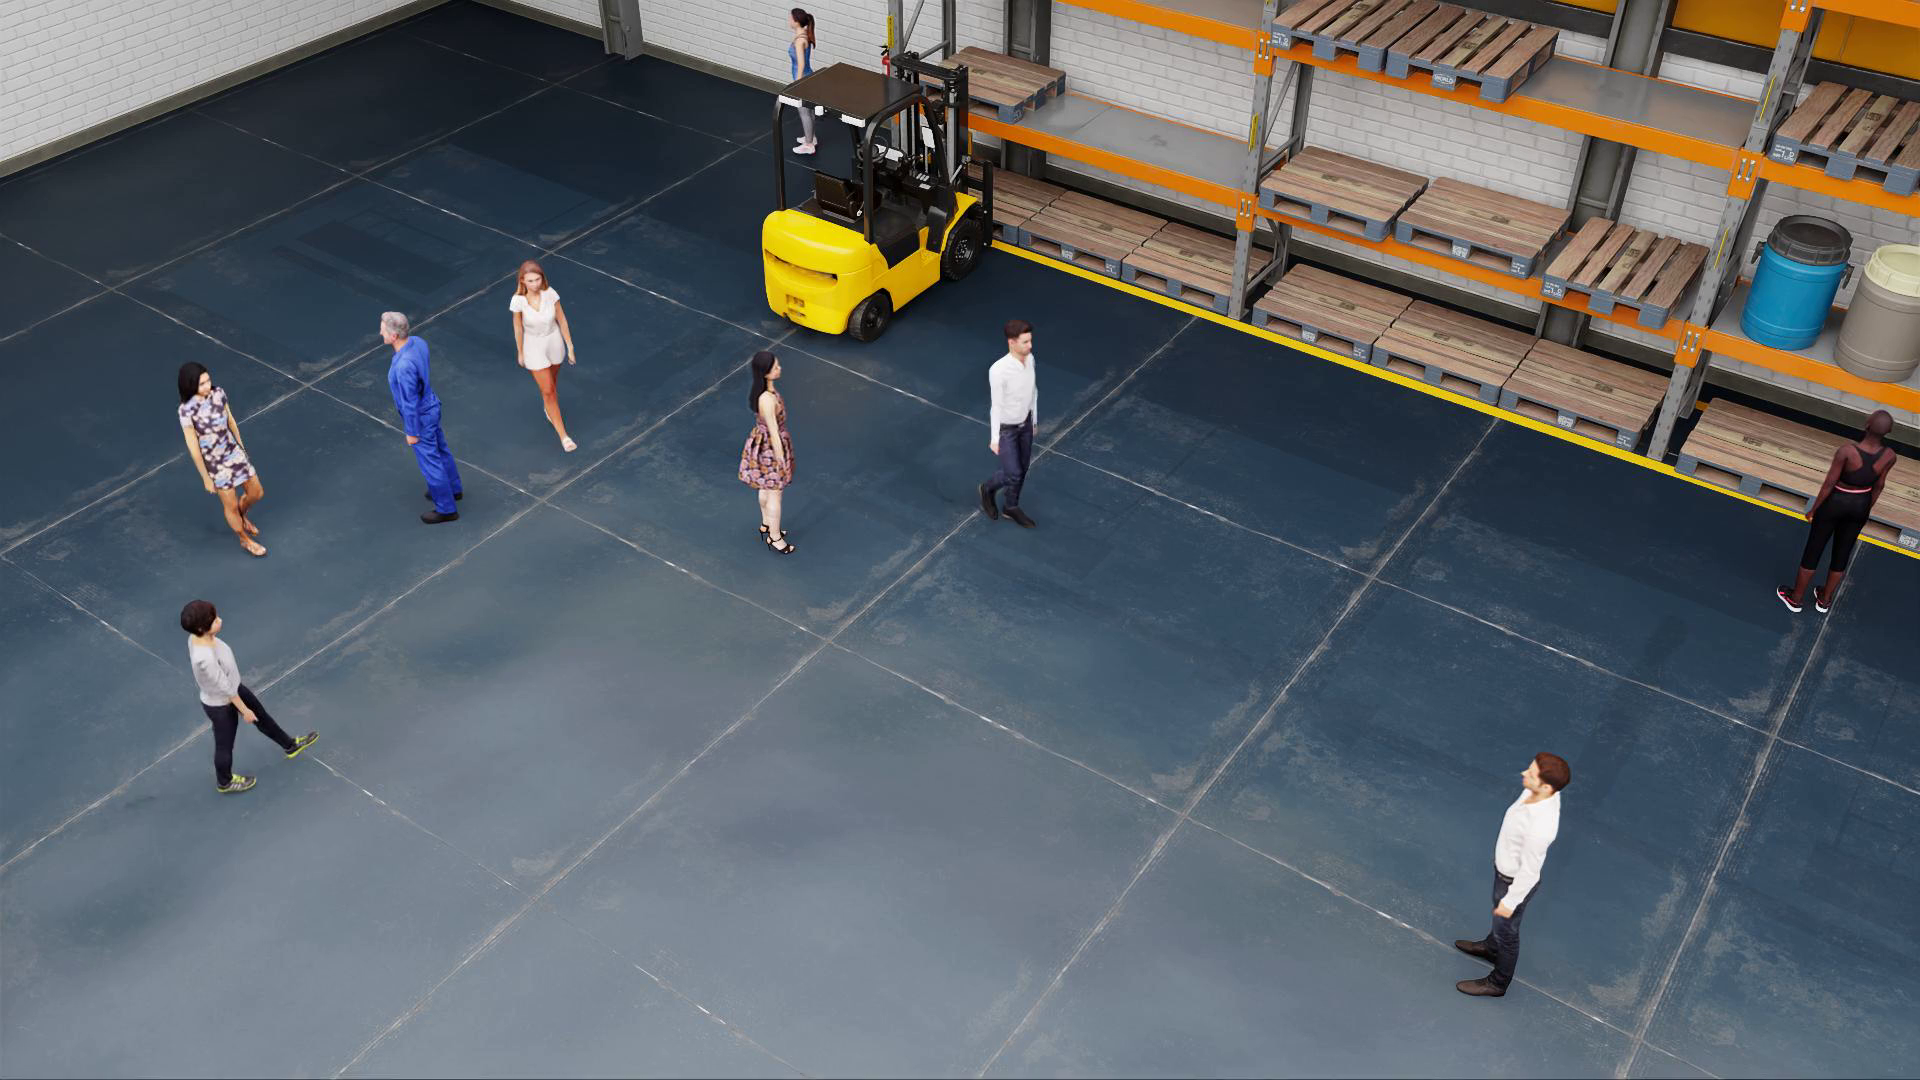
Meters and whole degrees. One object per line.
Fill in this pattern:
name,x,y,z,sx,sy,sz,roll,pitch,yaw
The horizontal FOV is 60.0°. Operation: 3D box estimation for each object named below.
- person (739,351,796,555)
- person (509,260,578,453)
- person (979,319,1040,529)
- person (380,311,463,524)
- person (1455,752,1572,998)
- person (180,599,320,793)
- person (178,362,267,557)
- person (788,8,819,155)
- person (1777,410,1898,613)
person,-1.434,-0.675,12.689,0.863,1.773,0.790,-12,40,-14
person,-3.508,-1.625,13.980,0.916,1.646,1.189,-19,43,-23
person,0.339,-0.923,12.936,0.771,1.852,0.684,31,48,32
person,-4.205,-0.976,13.024,0.810,1.825,0.778,-3,39,-4
person,3.152,1.884,9.406,0.666,1.871,0.724,10,40,12
person,-4.836,1.039,10.740,0.915,1.526,0.950,-16,41,-19
person,-5.678,-0.628,12.665,0.667,1.729,0.644,20,43,23
person,-1.729,-5.060,18.311,0.672,1.609,0.655,4,39,6
person,6.431,-0.205,12.112,0.617,1.758,0.722,4,39,4
